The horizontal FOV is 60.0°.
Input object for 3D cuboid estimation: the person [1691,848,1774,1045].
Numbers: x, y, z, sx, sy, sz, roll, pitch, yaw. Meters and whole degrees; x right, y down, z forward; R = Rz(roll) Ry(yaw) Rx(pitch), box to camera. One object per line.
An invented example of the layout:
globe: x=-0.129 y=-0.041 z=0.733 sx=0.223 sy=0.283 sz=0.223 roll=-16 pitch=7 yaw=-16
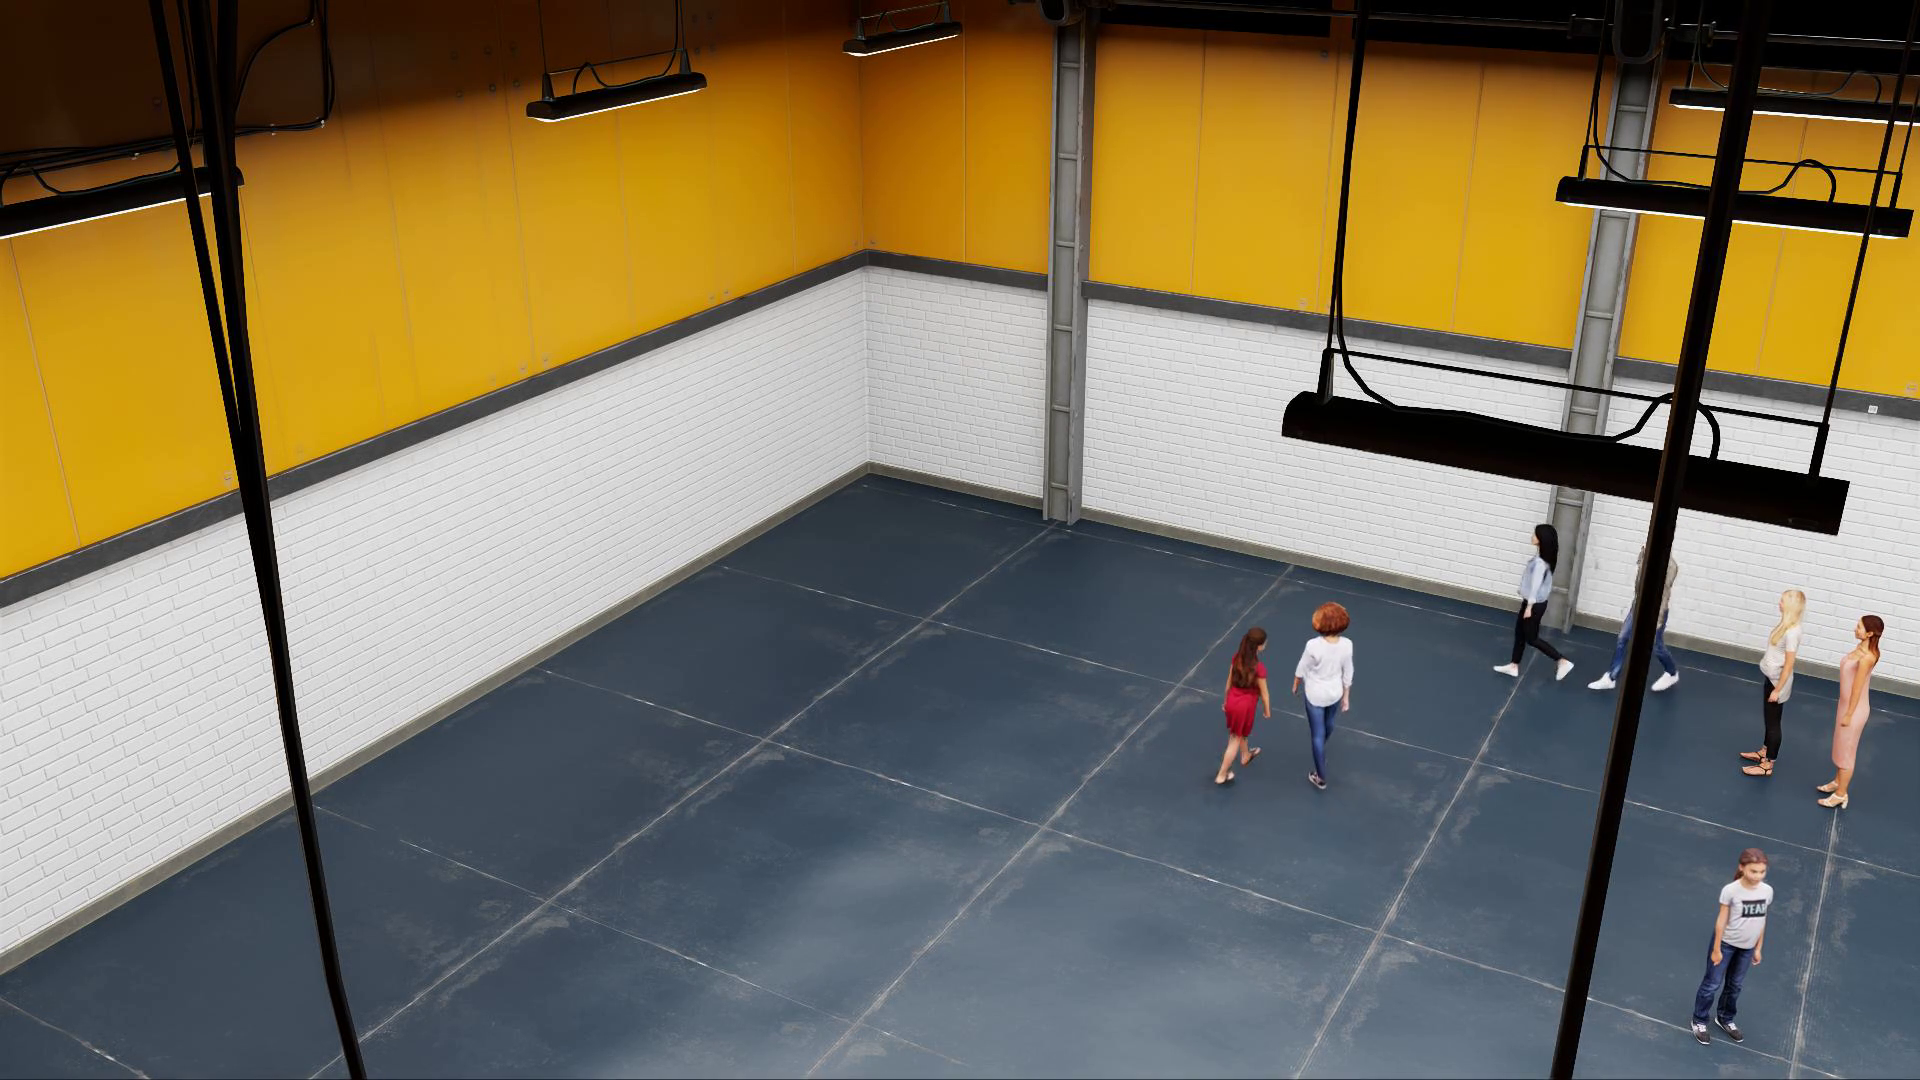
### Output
person: x=5.509 y=2.858 z=11.831 sx=0.608 sy=1.563 sz=0.686 roll=-2 pitch=24 yaw=-5

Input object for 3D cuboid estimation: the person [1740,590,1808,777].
person: x=7.434 y=1.285 z=15.101 sx=0.572 sy=1.826 sz=0.642 roll=9 pitch=25 yaw=19

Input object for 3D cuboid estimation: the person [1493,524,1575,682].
person: x=5.848 y=0.665 z=16.686 sx=1.001 sy=1.693 sz=0.655 roll=11 pitch=26 yaw=23

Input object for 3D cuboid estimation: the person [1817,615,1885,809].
person: x=7.853 y=1.494 z=14.618 sx=0.549 sy=1.830 sz=0.597 roll=9 pitch=25 yaw=21

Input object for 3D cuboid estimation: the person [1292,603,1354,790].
person: x=3.300 y=1.429 z=14.963 sx=1.087 sy=1.673 sz=1.106 roll=-4 pitch=24 yaw=-9

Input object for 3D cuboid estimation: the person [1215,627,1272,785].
person: x=2.494 y=1.519 z=14.940 sx=0.793 sy=1.525 sz=0.915 roll=-22 pitch=32 yaw=-40

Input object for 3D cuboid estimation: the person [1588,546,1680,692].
person: x=6.919 y=0.692 z=16.452 sx=1.260 sy=1.831 sz=1.186 roll=-5 pitch=24 yaw=-12
